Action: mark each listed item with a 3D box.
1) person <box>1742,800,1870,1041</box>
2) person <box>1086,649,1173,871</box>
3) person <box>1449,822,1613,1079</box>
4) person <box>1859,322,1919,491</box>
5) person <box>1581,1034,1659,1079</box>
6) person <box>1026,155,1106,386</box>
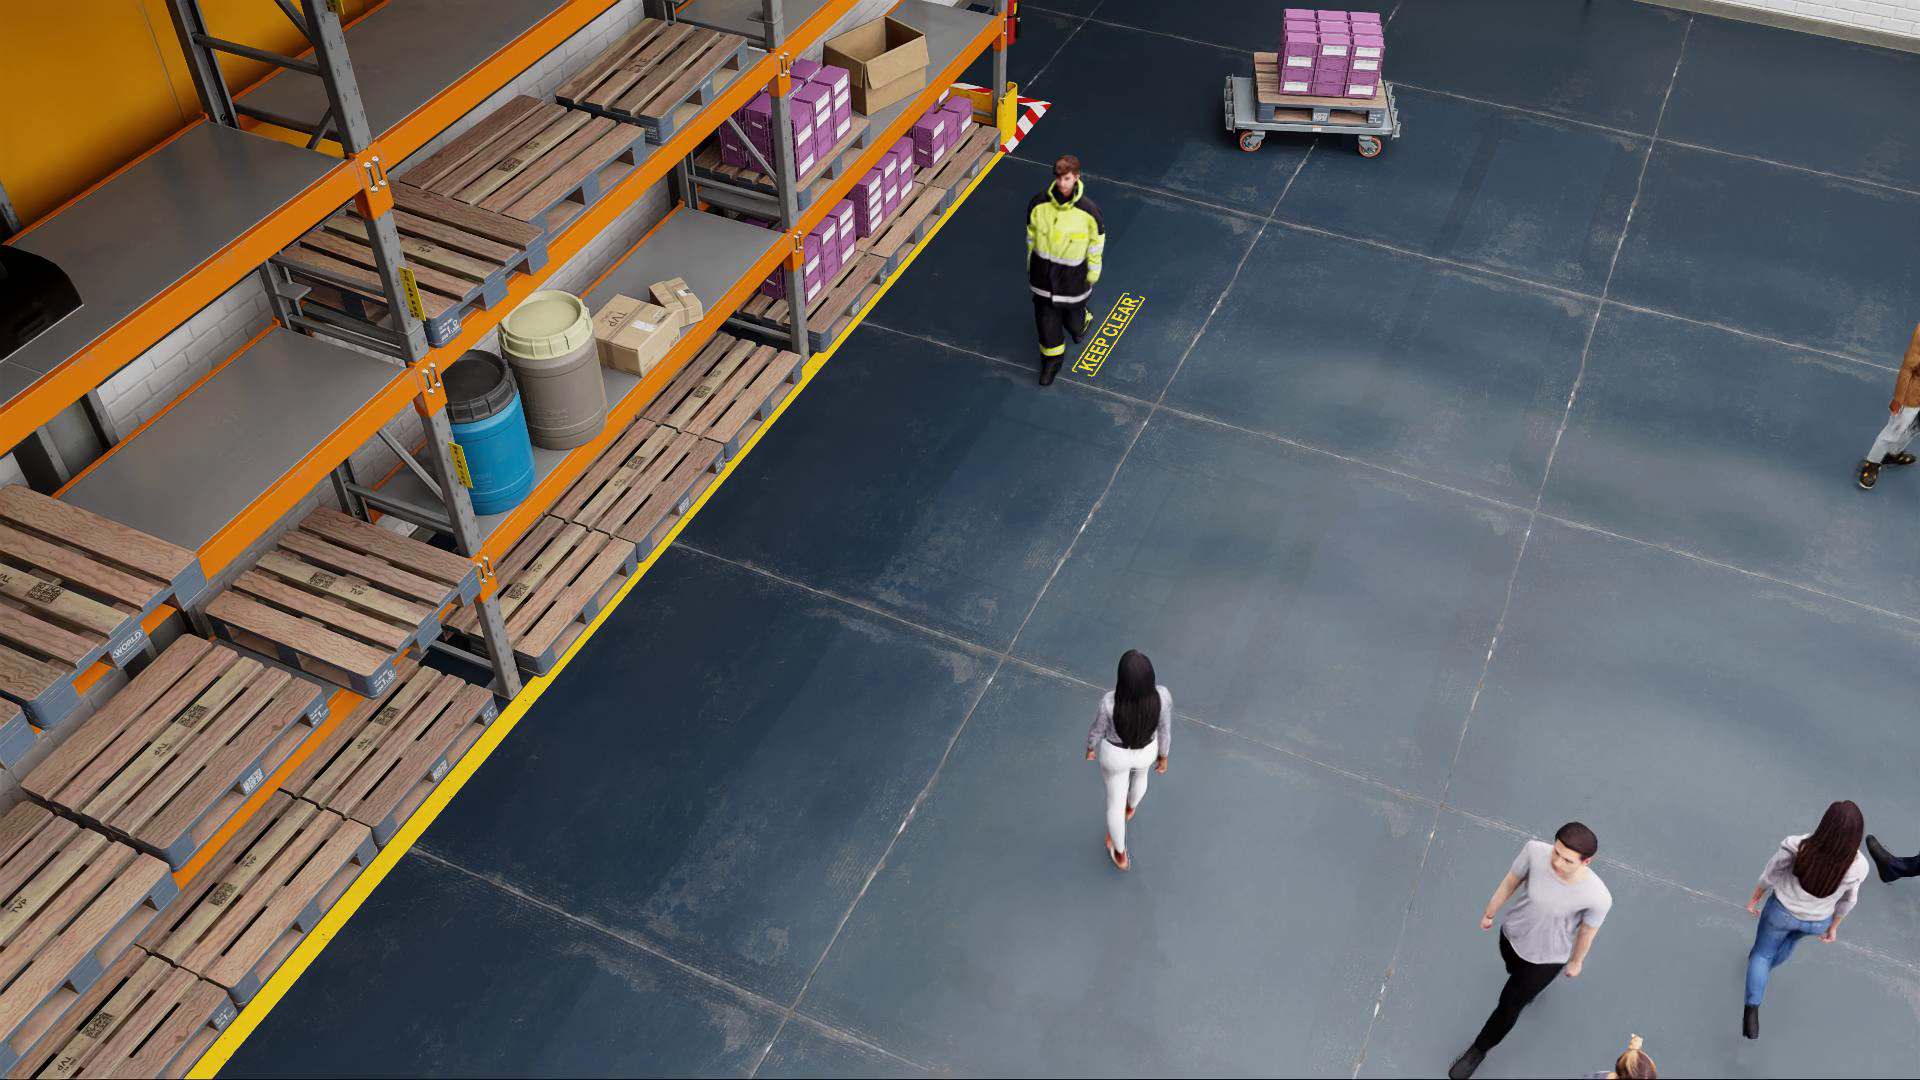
[{"bbox_3d":[4.466,2.068,8.874,0.675,1.603,0.992,14,45,14],"label":"person"},{"bbox_3d":[0.986,1.303,9.599,0.876,1.710,0.981,-5,44,-5],"label":"person"},{"bbox_3d":[3.067,2.058,8.718,1.297,1.832,1.045,-28,50,-26],"label":"person"},{"bbox_3d":[7.015,-1.128,12.092,0.891,1.790,0.883,-16,46,-16],"label":"person"},{"bbox_3d":[3.043,2.888,8.000,0.637,1.620,0.646,0,44,0],"label":"person"},{"bbox_3d":[0.824,-2.170,13.058,0.842,1.966,1.021,12,45,13],"label":"person"}]
